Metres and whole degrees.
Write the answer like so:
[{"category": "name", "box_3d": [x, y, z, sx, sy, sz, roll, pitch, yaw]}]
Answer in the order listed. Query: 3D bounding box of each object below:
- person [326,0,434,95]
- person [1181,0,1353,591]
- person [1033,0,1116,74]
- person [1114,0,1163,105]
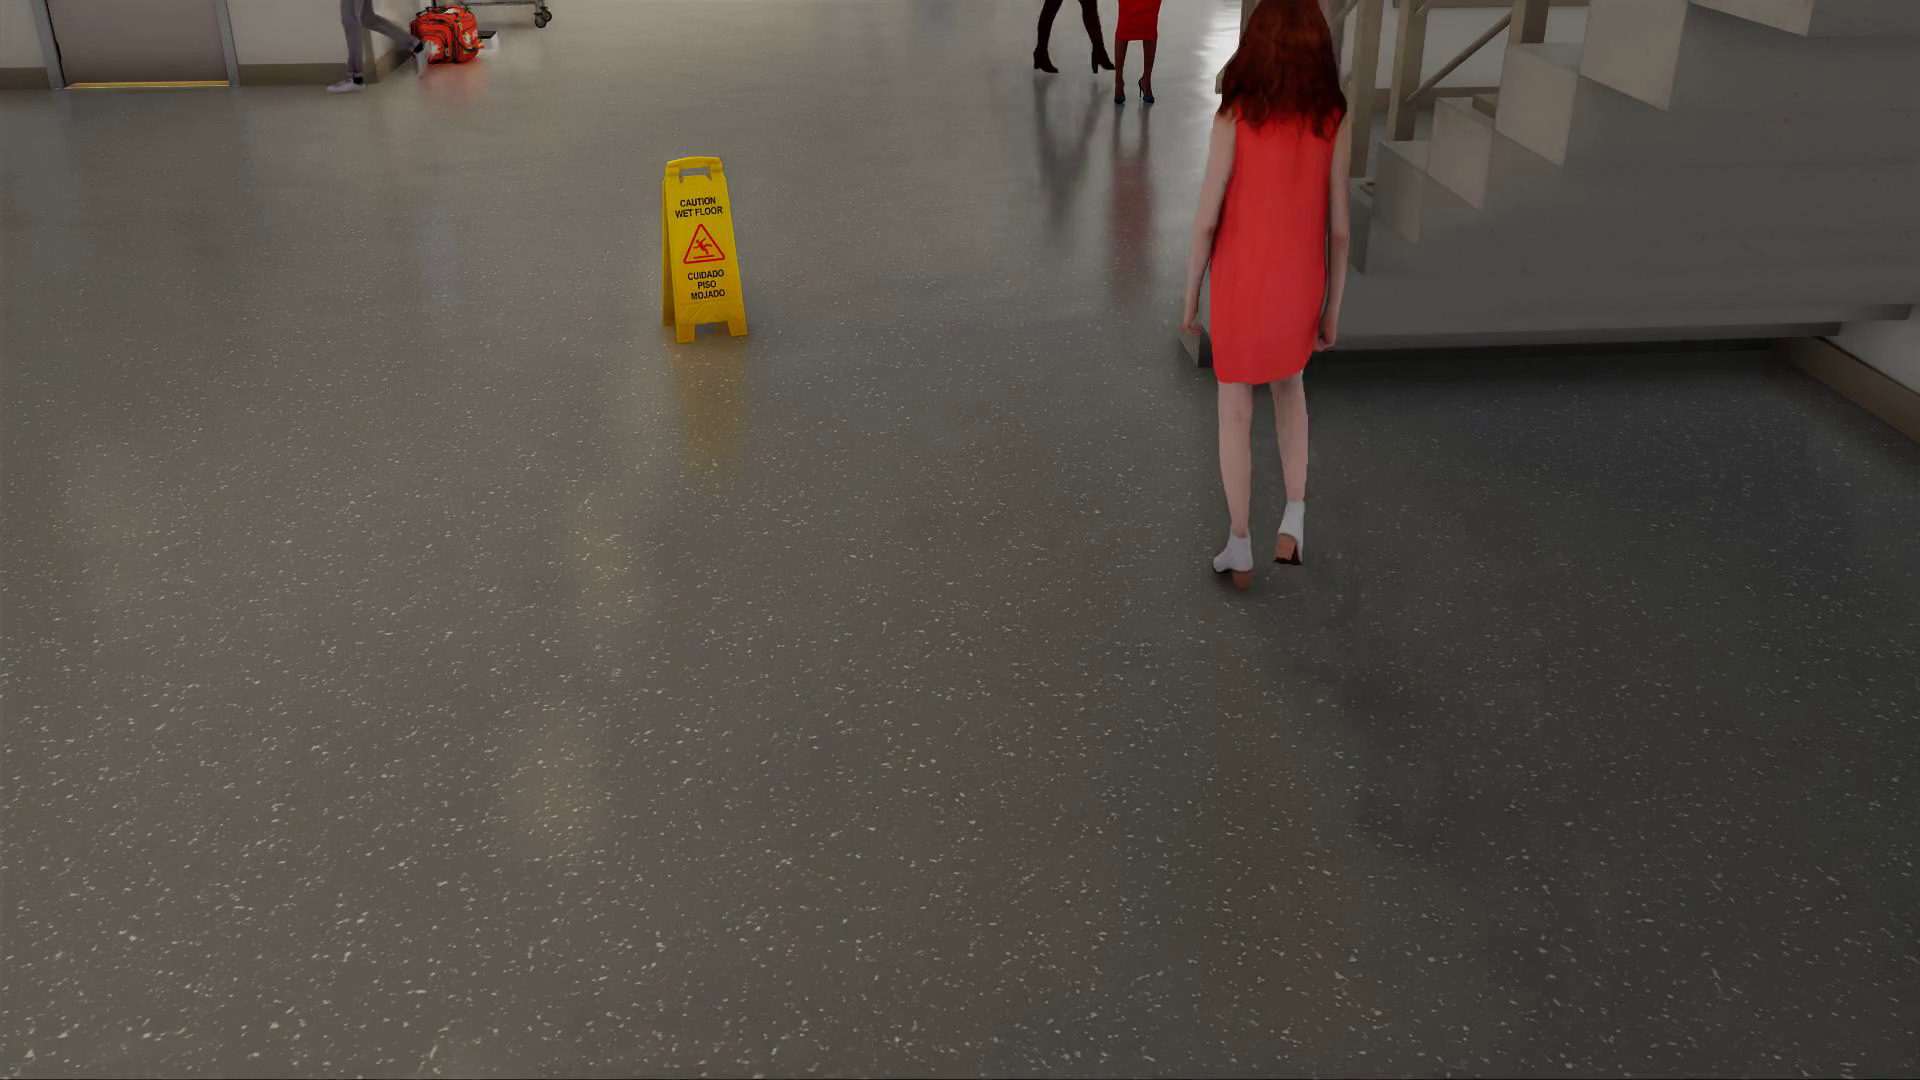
[{"category": "person", "box_3d": [-4.401, -4.263, 12.360, 1.077, 1.807, 1.154, -17, 31, -31]}, {"category": "person", "box_3d": [0.918, -0.659, 4.876, 0.616, 1.816, 0.671, -4, 26, -8]}, {"category": "person", "box_3d": [0.764, -4.488, 12.967, 1.008, 1.685, 0.974, 19, 31, 34]}, {"category": "person", "box_3d": [1.314, -4.058, 12.009, 0.558, 1.743, 0.495, -3, 26, -5]}]
